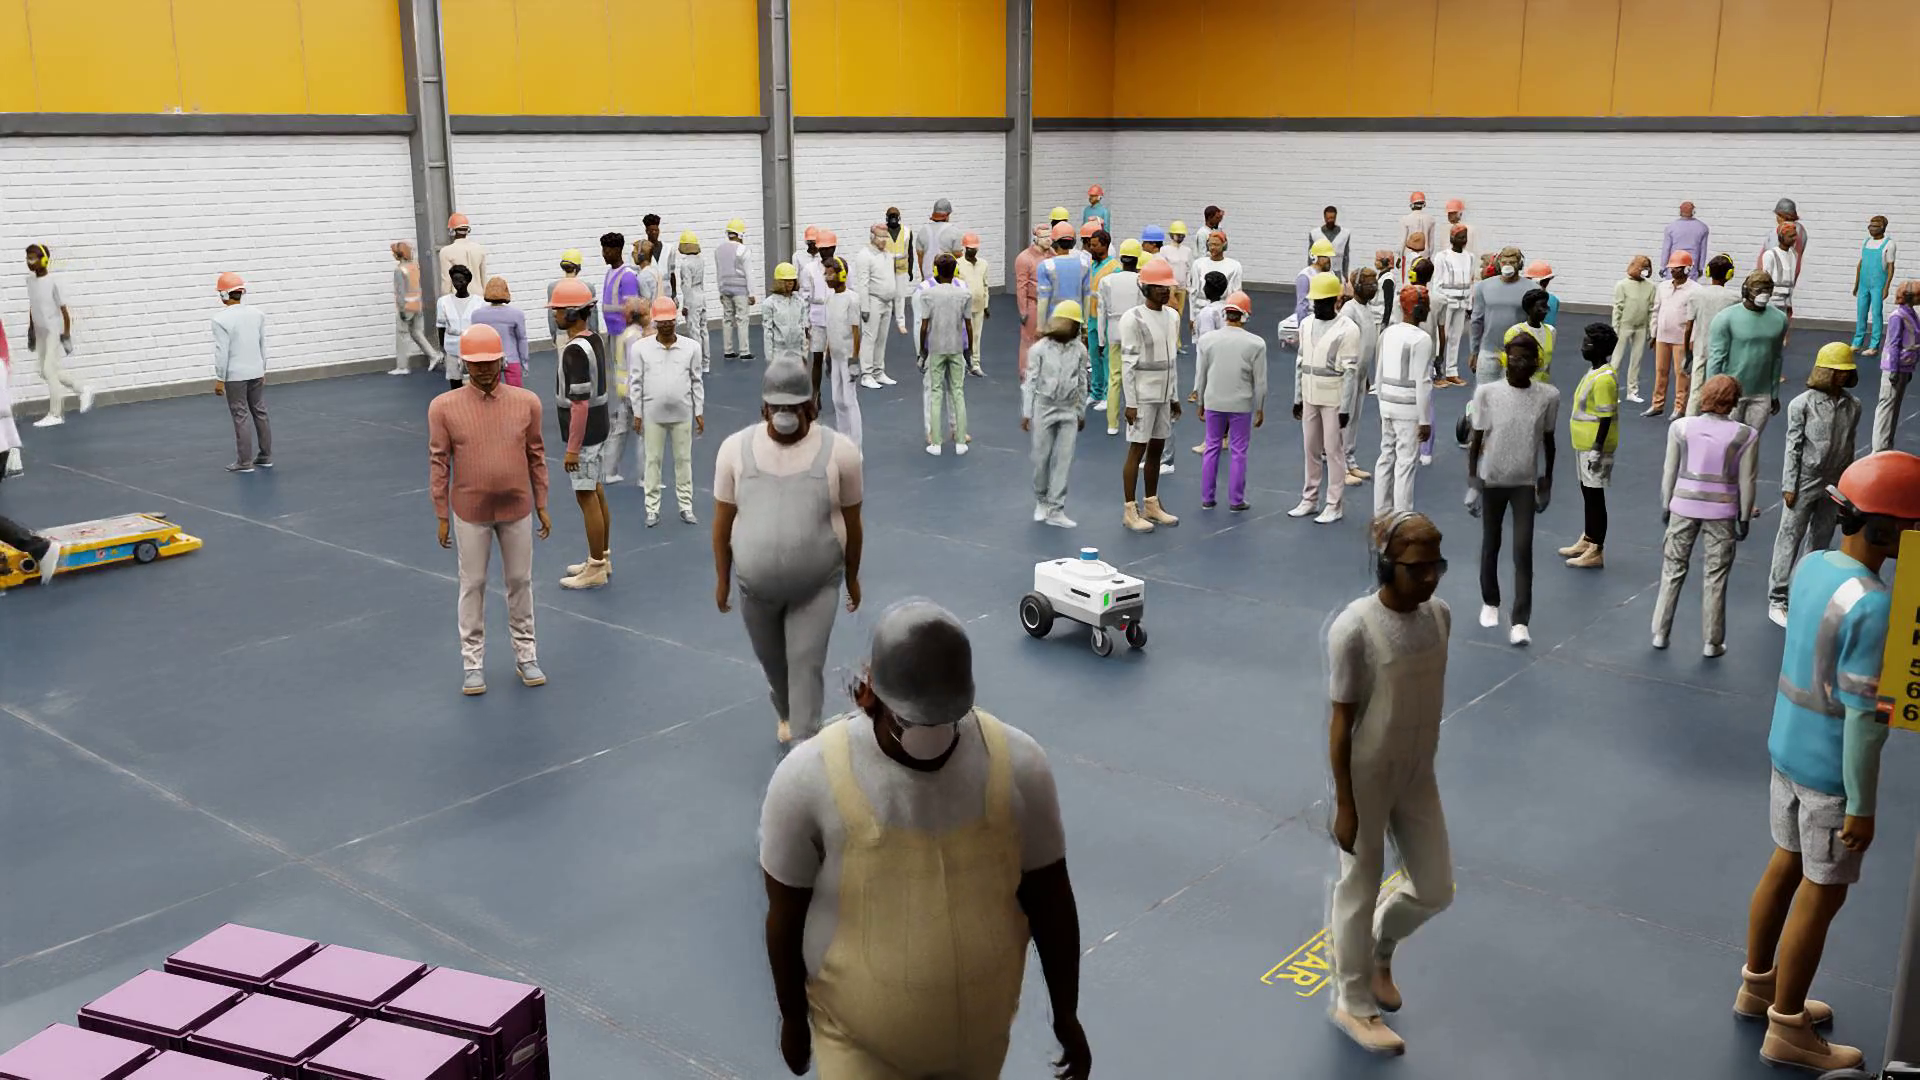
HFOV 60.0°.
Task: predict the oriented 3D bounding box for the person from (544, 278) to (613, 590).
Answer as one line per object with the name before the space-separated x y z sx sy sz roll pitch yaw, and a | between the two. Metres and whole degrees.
person | -2.498 -0.691 10.929 0.379 2.044 0.607 -1 14 -2

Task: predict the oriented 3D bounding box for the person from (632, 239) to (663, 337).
person | -3.269 -2.225 17.458 0.343 1.847 0.506 2 14 9

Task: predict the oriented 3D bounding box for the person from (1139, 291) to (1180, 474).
person | 1.755 -1.392 14.564 0.284 1.633 0.497 -3 14 -10

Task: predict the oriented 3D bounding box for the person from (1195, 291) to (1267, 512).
person | 2.140 -1.089 13.134 0.575 1.742 0.356 7 15 24

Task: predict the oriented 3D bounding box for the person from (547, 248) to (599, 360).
person | -3.982 -2.116 17.186 0.527 1.767 0.331 1 14 5

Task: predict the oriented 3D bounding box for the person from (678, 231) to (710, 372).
person | -3.280 -2.897 20.351 0.308 1.744 0.485 4 15 17

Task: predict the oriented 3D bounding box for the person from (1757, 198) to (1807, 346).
person | 11.203 -3.660 22.801 0.688 2.000 0.536 -10 17 -34

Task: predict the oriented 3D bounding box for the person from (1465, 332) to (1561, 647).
person | 3.242 -0.299 9.800 0.509 1.831 0.926 4 14 14

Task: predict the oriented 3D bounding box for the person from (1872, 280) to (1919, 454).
person | 8.551 -1.542 15.156 0.309 1.637 0.514 12 19 40

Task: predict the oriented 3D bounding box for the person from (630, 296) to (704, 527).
person | -2.218 -0.976 12.651 0.562 1.753 0.327 -4 15 -16

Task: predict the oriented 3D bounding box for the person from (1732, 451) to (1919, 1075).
person | 2.824 0.713 5.345 0.406 2.035 0.608 2 14 7

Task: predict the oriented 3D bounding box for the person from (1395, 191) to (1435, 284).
person | 7.104 -4.437 25.997 0.618 1.994 0.380 -4 14 -14

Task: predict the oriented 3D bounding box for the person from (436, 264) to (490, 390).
person | -4.808 -1.826 16.167 0.530 1.697 0.321 -1 14 -5

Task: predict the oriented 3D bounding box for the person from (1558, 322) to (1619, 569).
person | 4.361 -0.651 11.472 0.317 1.695 0.540 3 14 12

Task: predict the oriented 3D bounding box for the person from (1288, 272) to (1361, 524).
person | 2.784 -1.089 12.774 0.397 1.920 0.586 -9 17 -32

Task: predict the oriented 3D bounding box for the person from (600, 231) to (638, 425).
person | -3.463 -2.159 16.975 0.376 1.958 0.600 -8 16 -29

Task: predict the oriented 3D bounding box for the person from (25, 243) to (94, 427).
person | -9.242 -2.103 16.965 0.539 1.853 0.664 7 16 27

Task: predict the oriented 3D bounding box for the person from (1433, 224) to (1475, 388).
person | 5.745 -2.722 19.375 0.572 1.883 0.356 -7 16 -27

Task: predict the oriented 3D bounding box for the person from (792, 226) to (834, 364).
person | -1.876 -3.132 21.272 0.563 1.752 0.328 -2 14 -6

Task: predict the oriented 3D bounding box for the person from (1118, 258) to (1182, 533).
person | 1.454 -1.087 12.513 0.370 2.044 0.608 13 19 43

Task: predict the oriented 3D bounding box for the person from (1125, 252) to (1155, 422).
person | 1.874 -2.028 16.840 0.320 1.766 0.523 -2 14 -9

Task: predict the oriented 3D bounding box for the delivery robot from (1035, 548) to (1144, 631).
delivery robot | 0.763 0.290 9.838 0.477 0.478 0.707 -10 17 -35

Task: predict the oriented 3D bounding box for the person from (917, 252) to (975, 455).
person | -0.134 -1.715 15.383 0.538 1.864 0.313 -2 14 -7

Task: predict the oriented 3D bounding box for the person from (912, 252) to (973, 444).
person | -0.152 -1.833 15.938 0.632 1.832 0.430 -9 16 -31

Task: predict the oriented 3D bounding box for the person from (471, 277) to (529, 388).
person | -4.273 -1.631 15.516 0.500 1.633 0.279 -2 14 -9

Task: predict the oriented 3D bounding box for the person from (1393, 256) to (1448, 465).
person | 4.080 -1.591 14.878 0.512 1.872 0.329 -1 14 -2

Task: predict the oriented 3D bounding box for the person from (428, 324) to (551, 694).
person | -2.509 -0.167 8.933 0.624 1.992 0.386 -7 16 -25

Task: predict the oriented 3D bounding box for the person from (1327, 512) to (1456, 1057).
person | 1.394 0.799 5.399 0.507 1.833 0.393 -7 16 -25

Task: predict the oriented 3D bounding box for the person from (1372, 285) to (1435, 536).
person | 3.253 -0.918 12.163 0.361 1.883 0.574 -4 15 -17

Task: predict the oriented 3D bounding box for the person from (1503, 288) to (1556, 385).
person | 4.718 -1.242 13.834 0.535 1.697 0.322 -7 16 -26

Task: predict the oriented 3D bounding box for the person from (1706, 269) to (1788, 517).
person | 6.074 -1.130 12.897 0.635 1.937 0.353 -2 14 -10

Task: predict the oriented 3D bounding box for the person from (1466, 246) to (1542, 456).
person | 4.973 -1.715 15.232 0.627 1.940 0.370 6 15 23

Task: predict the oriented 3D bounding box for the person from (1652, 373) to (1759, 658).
person | 4.287 -0.140 9.575 0.515 1.629 0.320 11 18 37

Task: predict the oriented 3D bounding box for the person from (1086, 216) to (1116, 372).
person | 1.654 -3.039 20.588 0.410 1.909 0.642 -6 15 -23

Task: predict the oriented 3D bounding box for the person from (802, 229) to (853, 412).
person | -1.402 -2.316 17.635 0.542 1.939 0.365 1 14 4

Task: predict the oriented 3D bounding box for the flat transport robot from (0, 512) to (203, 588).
flat transport robot | -6.130 0.050 11.564 0.652 0.197 1.431 11 18 38

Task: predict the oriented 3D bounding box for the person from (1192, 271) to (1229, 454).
person | 2.353 -1.641 15.429 0.317 1.695 0.540 10 17 34

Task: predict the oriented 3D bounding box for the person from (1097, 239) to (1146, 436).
person | 1.636 -1.974 16.292 0.590 1.926 0.388 5 15 18

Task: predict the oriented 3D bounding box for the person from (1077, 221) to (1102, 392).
person | 1.481 -2.666 19.036 0.360 1.935 0.552 0 14 2

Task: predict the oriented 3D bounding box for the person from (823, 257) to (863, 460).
person | -1.072 -1.624 15.045 0.341 1.857 0.521 -10 17 -34
